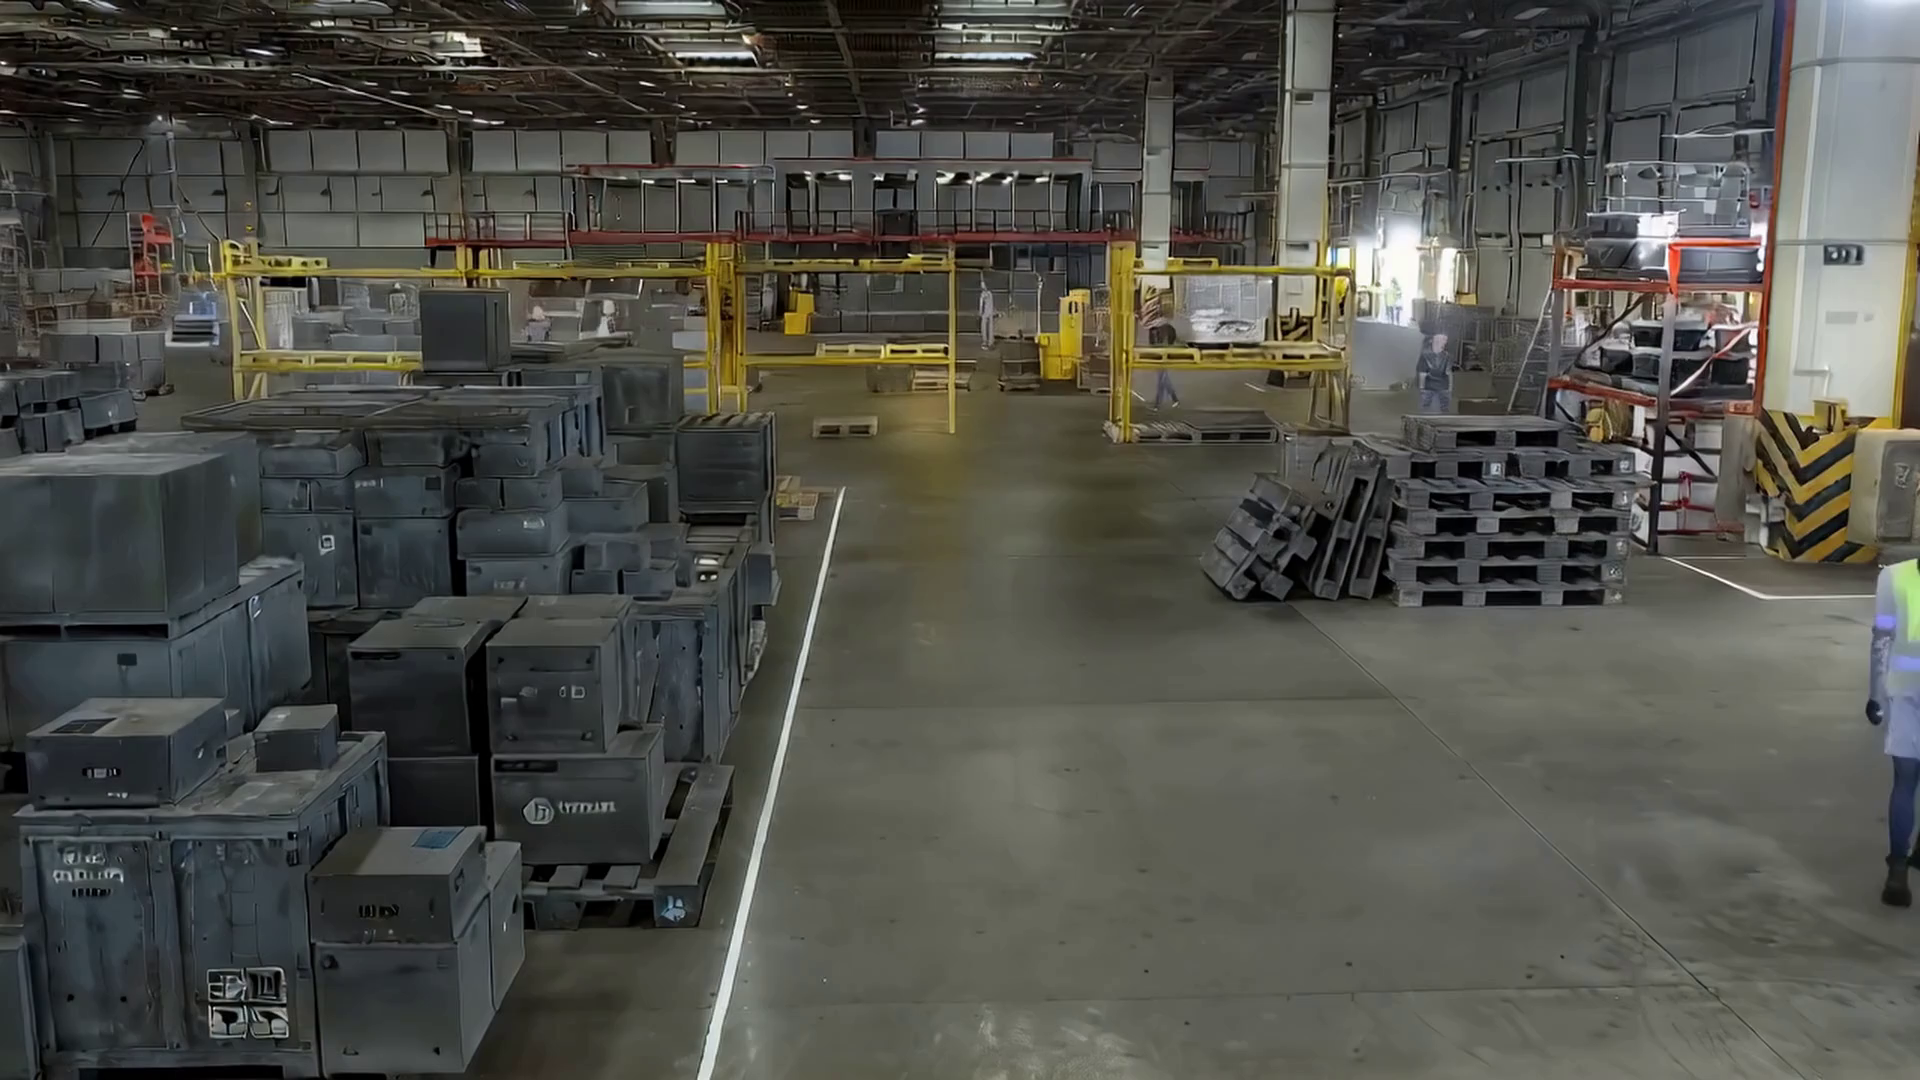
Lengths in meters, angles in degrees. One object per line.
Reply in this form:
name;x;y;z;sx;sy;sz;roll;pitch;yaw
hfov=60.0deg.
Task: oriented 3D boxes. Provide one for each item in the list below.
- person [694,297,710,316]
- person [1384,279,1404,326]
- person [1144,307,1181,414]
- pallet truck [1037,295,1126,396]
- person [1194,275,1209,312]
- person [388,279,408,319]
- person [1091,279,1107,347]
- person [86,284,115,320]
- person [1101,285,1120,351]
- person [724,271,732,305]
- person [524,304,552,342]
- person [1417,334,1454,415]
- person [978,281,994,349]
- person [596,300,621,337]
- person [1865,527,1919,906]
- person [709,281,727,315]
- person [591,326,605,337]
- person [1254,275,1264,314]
person;-6.093;-4.843;39.129;0.306;1.745;0.483;7;13;36
person;14.576;-7.877;55.877;0.680;1.807;0.730;1;10;5
person;3.659;-3.210;29.665;0.929;1.889;0.605;-8;13;-36
pallet truck;2.483;-3.881;33.060;1.885;1.965;0.823;-7;13;-36
person;10.369;-10.749;71.378;0.630;1.985;0.411;2;10;11
person;-16.623;-6.743;49.239;0.545;1.923;0.485;-3;10;-14
person;4.084;-6.562;48.136;0.601;1.948;0.386;-3;11;-15
person;-21.341;-5.363;41.322;0.624;1.992;0.386;-6;12;-30
person;4.174;-6.162;46.204;0.429;1.841;0.633;-7;13;-36
person;-9.322;-9.994;67.560;0.950;1.830;0.617;-1;10;-7
person;-7.956;-3.529;31.509;0.532;1.856;0.396;-1;10;-5
person;7.112;-2.253;24.906;0.553;1.671;0.577;1;10;6
person;0.713;-6.415;47.404;0.387;1.927;0.644;5;11;27
person;-7.229;-4.040;34.423;0.558;1.819;0.710;4;11;22
person;4.562;0.714;7.782;0.563;1.885;0.987;6;12;31
person;-6.822;-6.299;46.693;0.542;1.939;0.364;-2;10;-8
person;-4.895;-1.943;22.528;0.593;1.909;0.404;0;10;-1
person;12.436;-10.285;69.019;0.471;1.916;0.629;-2;10;-14
